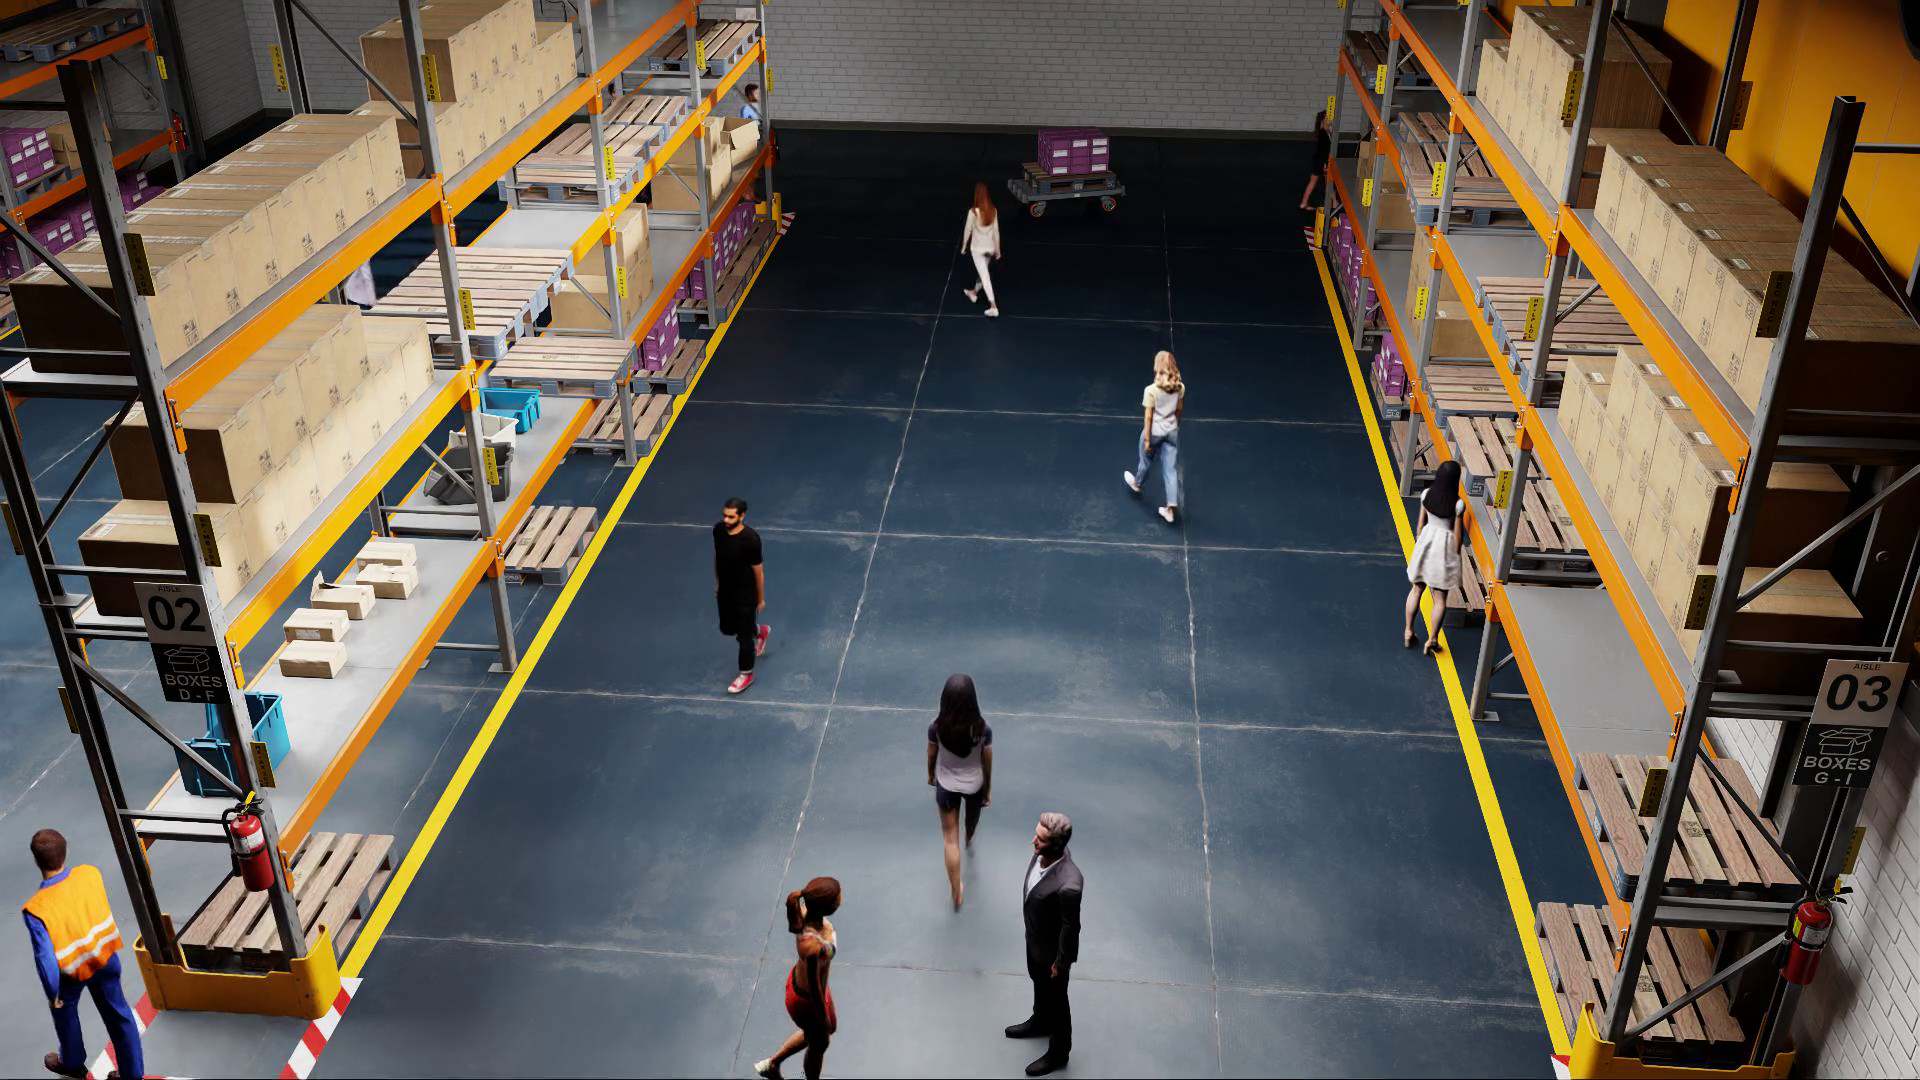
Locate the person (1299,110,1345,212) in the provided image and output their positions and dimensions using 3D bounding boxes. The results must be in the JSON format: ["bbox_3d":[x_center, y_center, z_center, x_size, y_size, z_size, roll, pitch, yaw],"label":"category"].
[{"bbox_3d":[5.382,-5.715,25.113,0.833,1.525,0.968,12,31,21],"label":"person"}]

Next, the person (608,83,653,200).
[{"bbox_3d":[-5.317,-6.041,25.416,0.733,1.806,1.082,3,29,6],"label":"person"}]

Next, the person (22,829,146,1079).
[{"bbox_3d":[-5.044,2.516,9.701,0.971,1.835,1.005,12,31,21],"label":"person"}]

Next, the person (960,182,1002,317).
[{"bbox_3d":[0.336,-3.655,21.194,1.042,1.662,1.187,-17,33,-28],"label":"person"}]

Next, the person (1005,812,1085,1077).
[{"bbox_3d":[0.530,2.373,9.955,0.854,1.841,0.700,-9,30,-16],"label":"person"}]

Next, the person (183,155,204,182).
[{"bbox_3d":[-10.345,-4.476,22.747,0.617,1.616,0.627,5,29,10],"label":"person"}]

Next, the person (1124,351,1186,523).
[{"bbox_3d":[2.020,-0.972,16.268,1.007,1.669,1.233,-12,31,-21],"label":"person"}]

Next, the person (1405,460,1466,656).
[{"bbox_3d":[4.045,0.138,14.128,0.783,1.769,0.823,23,36,36],"label":"person"}]

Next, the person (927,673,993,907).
[{"bbox_3d":[-0.001,1.724,11.330,0.662,1.665,1.130,0,29,0],"label":"person"}]

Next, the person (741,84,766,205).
[{"bbox_3d":[-3.258,-6.030,25.352,0.726,1.849,0.626,5,29,9],"label":"person"}]

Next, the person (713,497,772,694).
[{"bbox_3d":[-1.771,0.386,13.700,0.891,1.744,1.023,17,33,28],"label":"person"}]

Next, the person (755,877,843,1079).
[{"bbox_3d":[-0.943,2.632,9.559,0.759,1.766,0.776,-4,29,-8],"label":"person"}]
